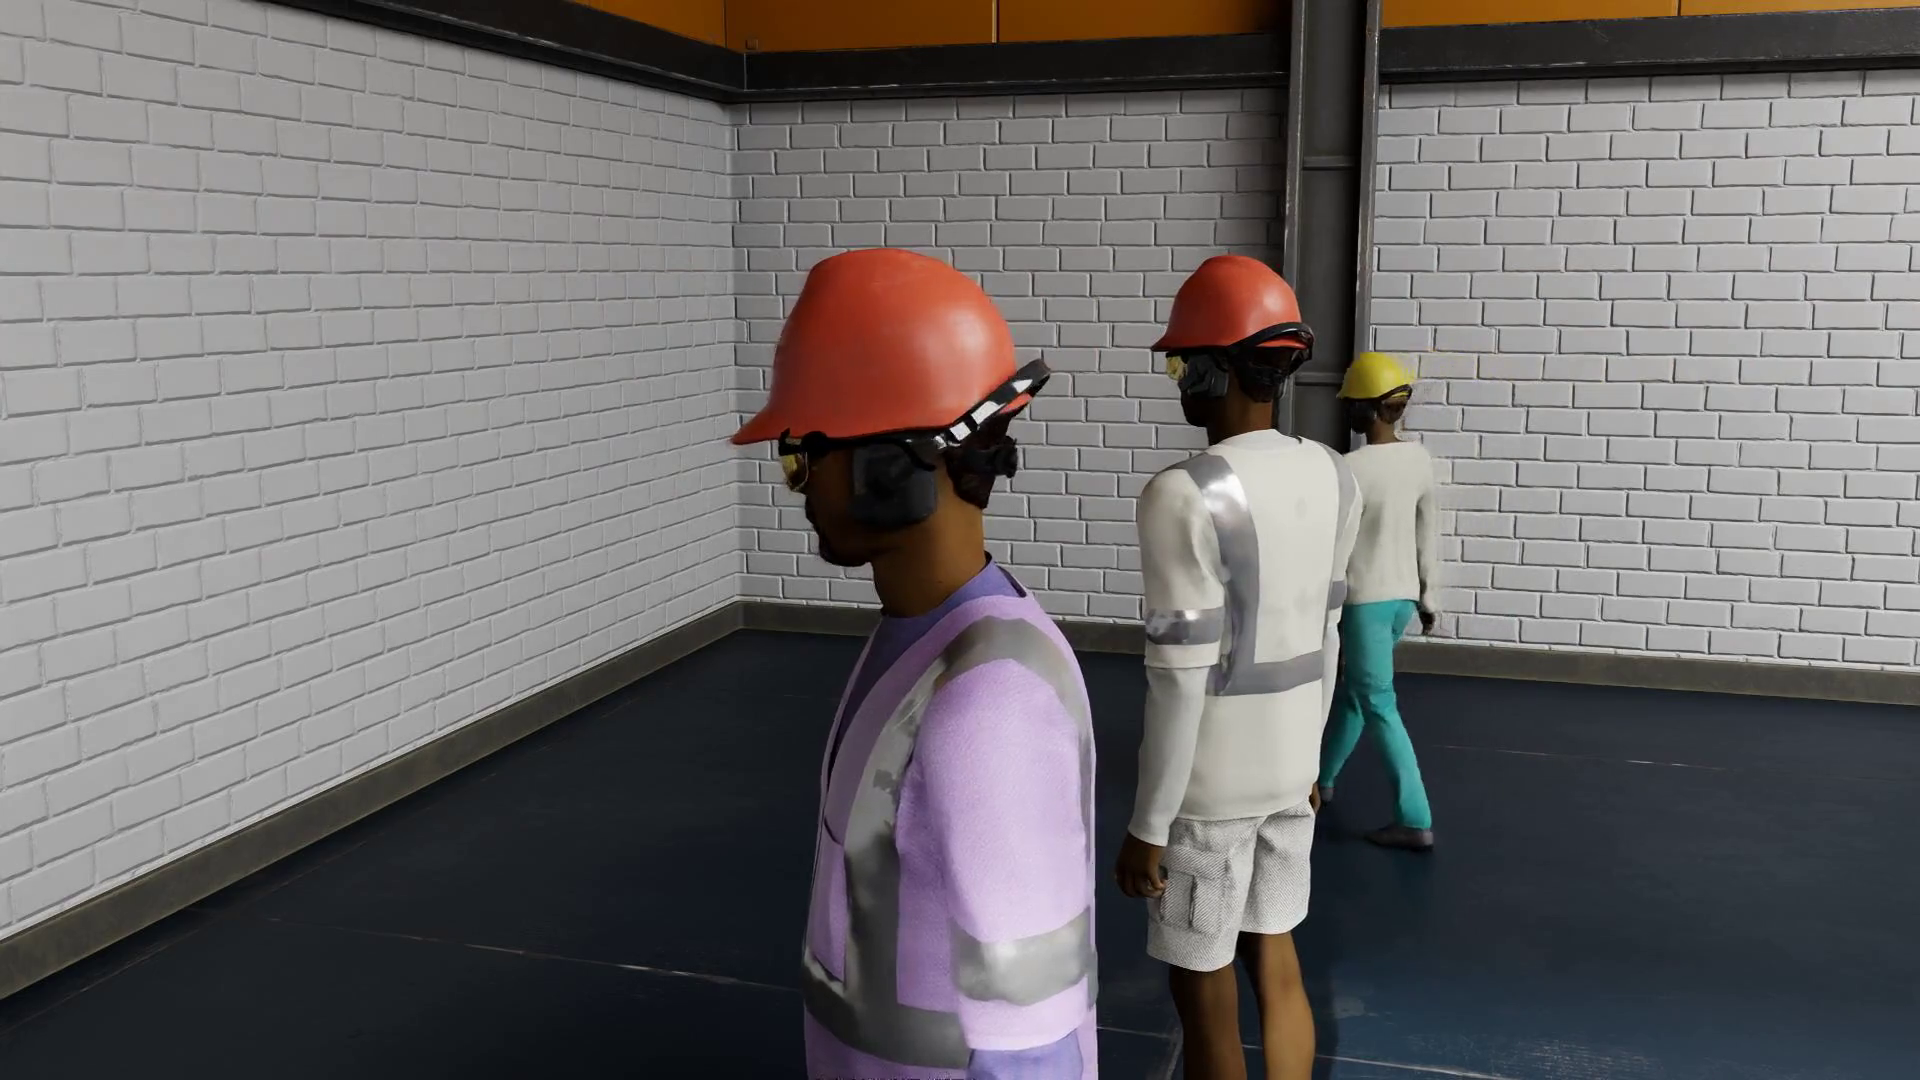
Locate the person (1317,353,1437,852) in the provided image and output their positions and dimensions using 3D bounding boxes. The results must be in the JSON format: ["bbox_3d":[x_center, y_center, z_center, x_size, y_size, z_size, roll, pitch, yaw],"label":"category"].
[{"bbox_3d":[1.434,0.199,5.940,0.543,1.723,0.832,-7,12,-38],"label":"person"}]

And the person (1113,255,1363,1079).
[{"bbox_3d":[0.525,0.465,3.332,0.373,2.043,0.615,9,13,43],"label":"person"}]

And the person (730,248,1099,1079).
[{"bbox_3d":[-0.043,0.705,1.879,0.392,2.040,0.611,-1,9,-7],"label":"person"}]
